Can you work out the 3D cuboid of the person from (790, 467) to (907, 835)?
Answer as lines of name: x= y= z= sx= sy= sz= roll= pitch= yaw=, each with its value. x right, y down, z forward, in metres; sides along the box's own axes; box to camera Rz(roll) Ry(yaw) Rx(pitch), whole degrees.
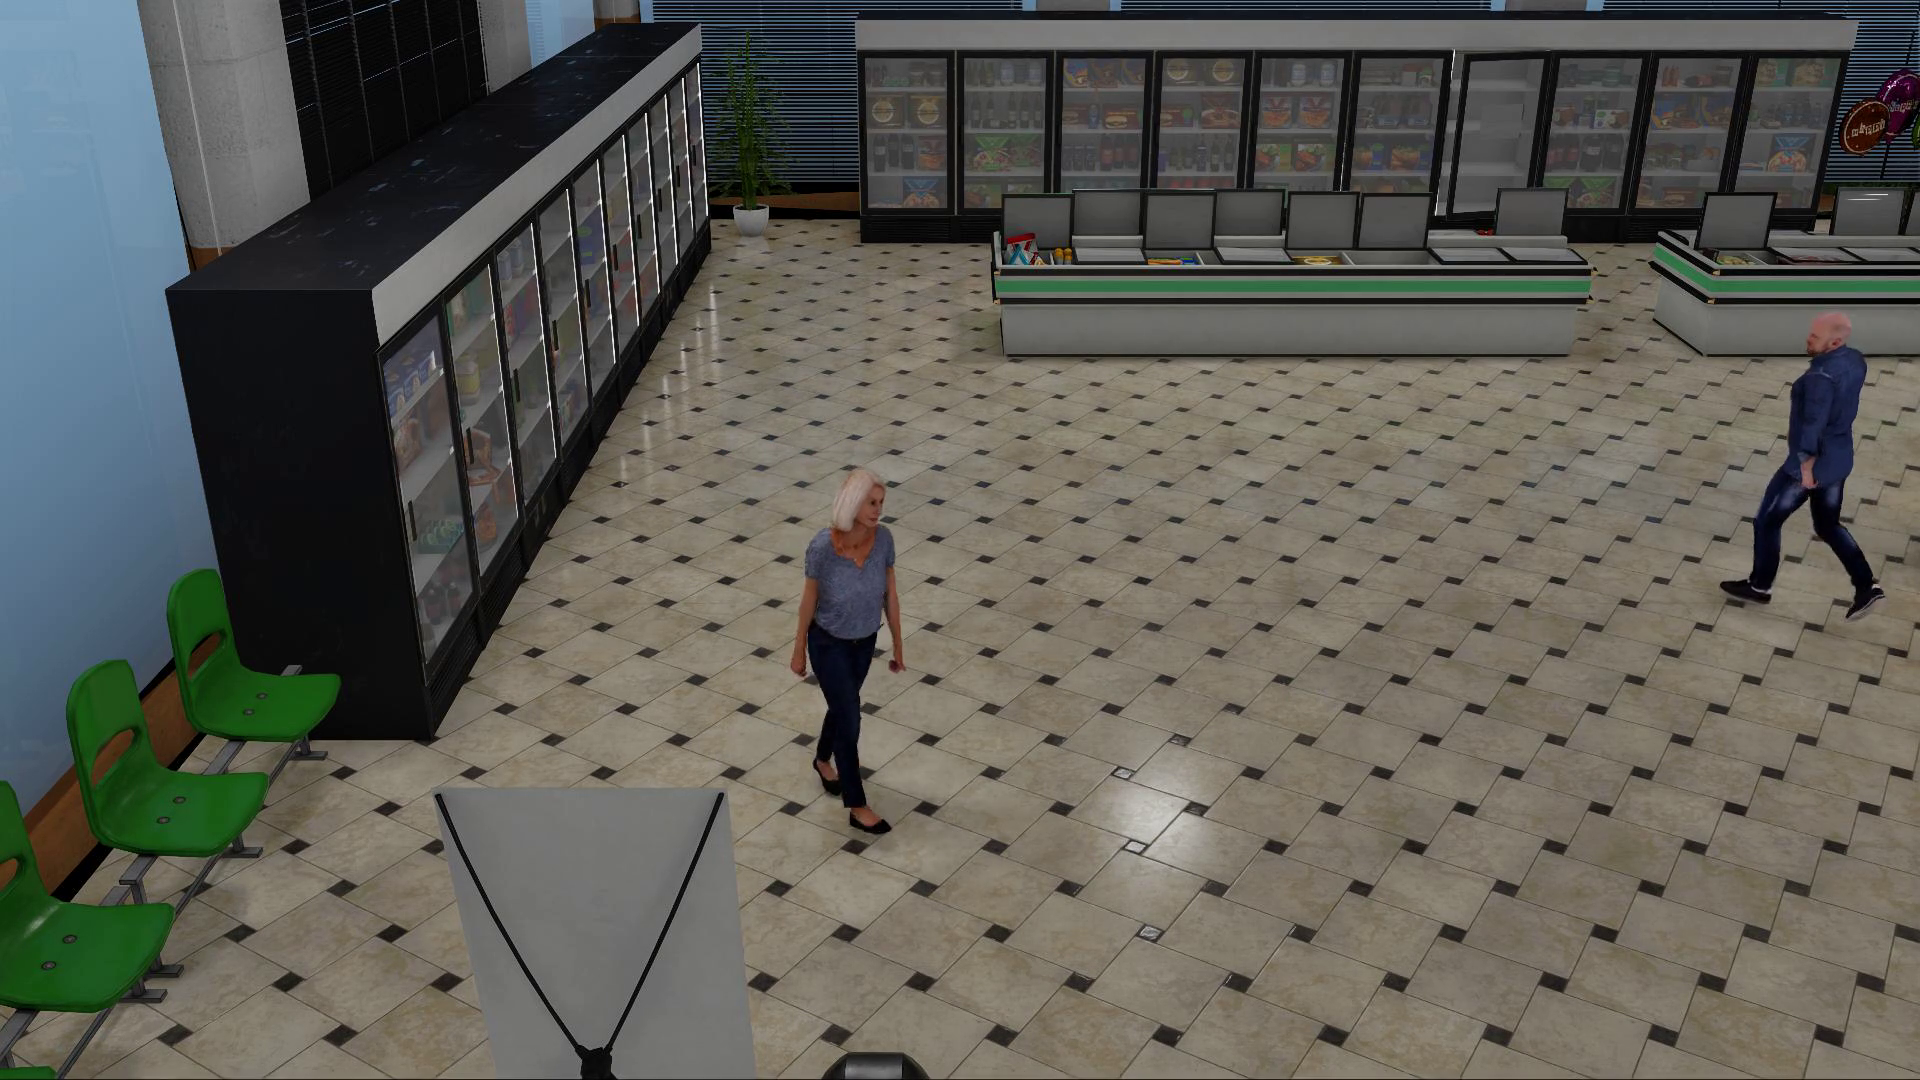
person: x=-0.571 y=0.443 z=7.453 sx=1.000 sy=1.684 sz=0.983 roll=-12 pitch=26 yaw=-26

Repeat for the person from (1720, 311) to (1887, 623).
person: x=4.796 y=-0.369 z=9.182 sx=1.176 sy=1.784 sz=1.179 roll=-15 pitch=28 yaw=-31
